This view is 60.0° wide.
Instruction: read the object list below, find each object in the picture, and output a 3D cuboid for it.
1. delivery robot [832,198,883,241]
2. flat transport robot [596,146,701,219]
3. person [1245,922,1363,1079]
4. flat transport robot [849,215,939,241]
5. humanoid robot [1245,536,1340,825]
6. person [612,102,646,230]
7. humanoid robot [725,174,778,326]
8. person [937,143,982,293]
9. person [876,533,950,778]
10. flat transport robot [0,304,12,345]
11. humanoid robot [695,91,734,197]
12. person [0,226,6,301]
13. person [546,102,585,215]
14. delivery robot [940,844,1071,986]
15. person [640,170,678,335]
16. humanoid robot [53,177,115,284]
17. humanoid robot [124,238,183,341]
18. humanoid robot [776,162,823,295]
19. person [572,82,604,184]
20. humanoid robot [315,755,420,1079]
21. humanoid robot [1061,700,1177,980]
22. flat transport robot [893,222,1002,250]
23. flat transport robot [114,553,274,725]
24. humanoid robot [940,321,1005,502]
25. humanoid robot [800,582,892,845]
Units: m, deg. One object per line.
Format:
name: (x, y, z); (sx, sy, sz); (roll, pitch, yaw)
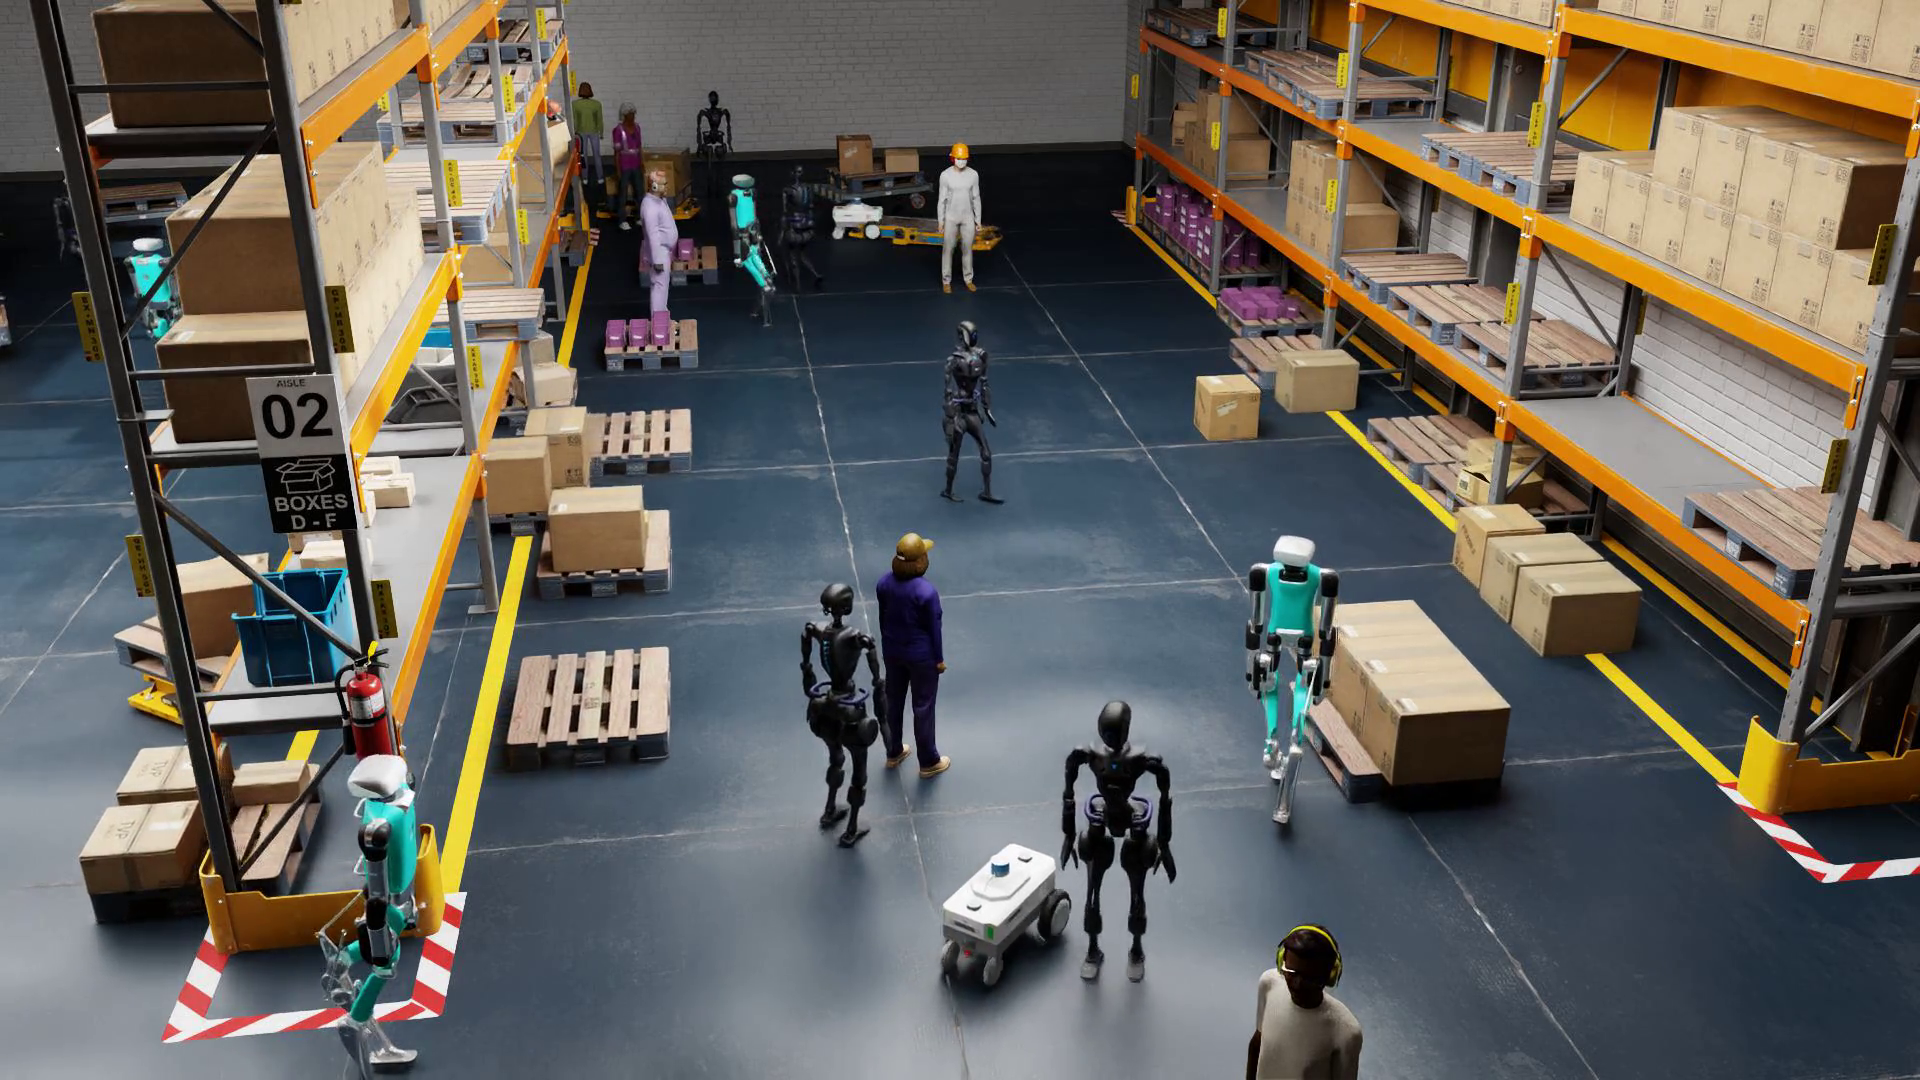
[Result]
delivery robot: (-1.443, -4.580, 23.768); (0.807, 0.603, 0.499); (1, 24, 3)
flat transport robot: (-4.694, -5.004, 25.079); (1.431, 0.231, 0.659); (2, 24, 5)
person: (1.279, 2.284, 6.478); (0.324, 1.875, 0.525); (-19, 30, -37)
flat transport robot: (-0.814, -4.449, 23.813); (1.431, 0.231, 0.659); (6, 24, 14)
humanoid robot: (1.921, 0.893, 9.863); (0.544, 1.752, 1.043); (6, 24, 14)
person: (-4.763, -5.406, 24.068); (0.512, 1.828, 0.531); (16, 28, 32)
humanoid robot: (-2.311, -3.386, 19.630); (0.800, 1.807, 0.530); (11, 26, 23)
person: (-0.004, -4.039, 20.876); (0.560, 1.888, 0.399); (-5, 24, -12)
person: (-0.294, 0.707, 10.378); (0.452, 1.623, 0.337); (15, 28, 31)
flat transport robot: (-11.222, -2.116, 18.499); (0.659, 0.231, 1.431); (-13, 27, -27)
humanoid robot: (-3.856, -6.202, 26.069); (0.611, 1.642, 0.390); (-9, 25, -20)
person: (-12.202, -3.963, 20.665); (0.554, 1.908, 0.736); (-20, 30, -37)
person: (-5.988, -5.733, 24.967); (0.598, 1.699, 0.617); (-3, 24, -7)
delivery robot: (0.229, 1.952, 8.897); (0.499, 0.612, 0.794); (15, 28, 30)
person: (-3.451, -3.321, 19.226); (0.406, 1.900, 0.634); (-1, 24, -3)
humanoid robot: (-10.712, -3.664, 20.359); (0.615, 1.612, 0.793); (-19, 30, -36)
humanoid robot: (-7.976, -2.214, 16.992); (0.538, 1.863, 0.741); (5, 24, 12)
humanoid robot: (-1.989, -3.872, 20.759); (0.452, 1.646, 0.590); (18, 29, 34)
person: (-6.040, -6.612, 27.053); (0.492, 1.624, 0.280); (-6, 24, -13)
humanoid robot: (-2.817, 1.857, 7.767); (0.715, 1.898, 0.544); (-1, 24, -2)
humanoid robot: (0.814, 1.522, 8.474); (0.608, 1.641, 0.352); (5, 24, 11)
flat transport robot: (-0.172, -4.282, 23.434); (1.431, 0.231, 0.659); (6, 25, 14)
flat transport robot: (-5.010, 0.874, 11.688); (0.659, 0.231, 1.431); (13, 27, 27)
humanoid robot: (0.085, -1.098, 14.436); (0.567, 1.641, 0.603); (20, 31, 38)
humanoid robot: (-0.668, 0.992, 9.653); (0.597, 1.649, 0.354); (12, 27, 26)
